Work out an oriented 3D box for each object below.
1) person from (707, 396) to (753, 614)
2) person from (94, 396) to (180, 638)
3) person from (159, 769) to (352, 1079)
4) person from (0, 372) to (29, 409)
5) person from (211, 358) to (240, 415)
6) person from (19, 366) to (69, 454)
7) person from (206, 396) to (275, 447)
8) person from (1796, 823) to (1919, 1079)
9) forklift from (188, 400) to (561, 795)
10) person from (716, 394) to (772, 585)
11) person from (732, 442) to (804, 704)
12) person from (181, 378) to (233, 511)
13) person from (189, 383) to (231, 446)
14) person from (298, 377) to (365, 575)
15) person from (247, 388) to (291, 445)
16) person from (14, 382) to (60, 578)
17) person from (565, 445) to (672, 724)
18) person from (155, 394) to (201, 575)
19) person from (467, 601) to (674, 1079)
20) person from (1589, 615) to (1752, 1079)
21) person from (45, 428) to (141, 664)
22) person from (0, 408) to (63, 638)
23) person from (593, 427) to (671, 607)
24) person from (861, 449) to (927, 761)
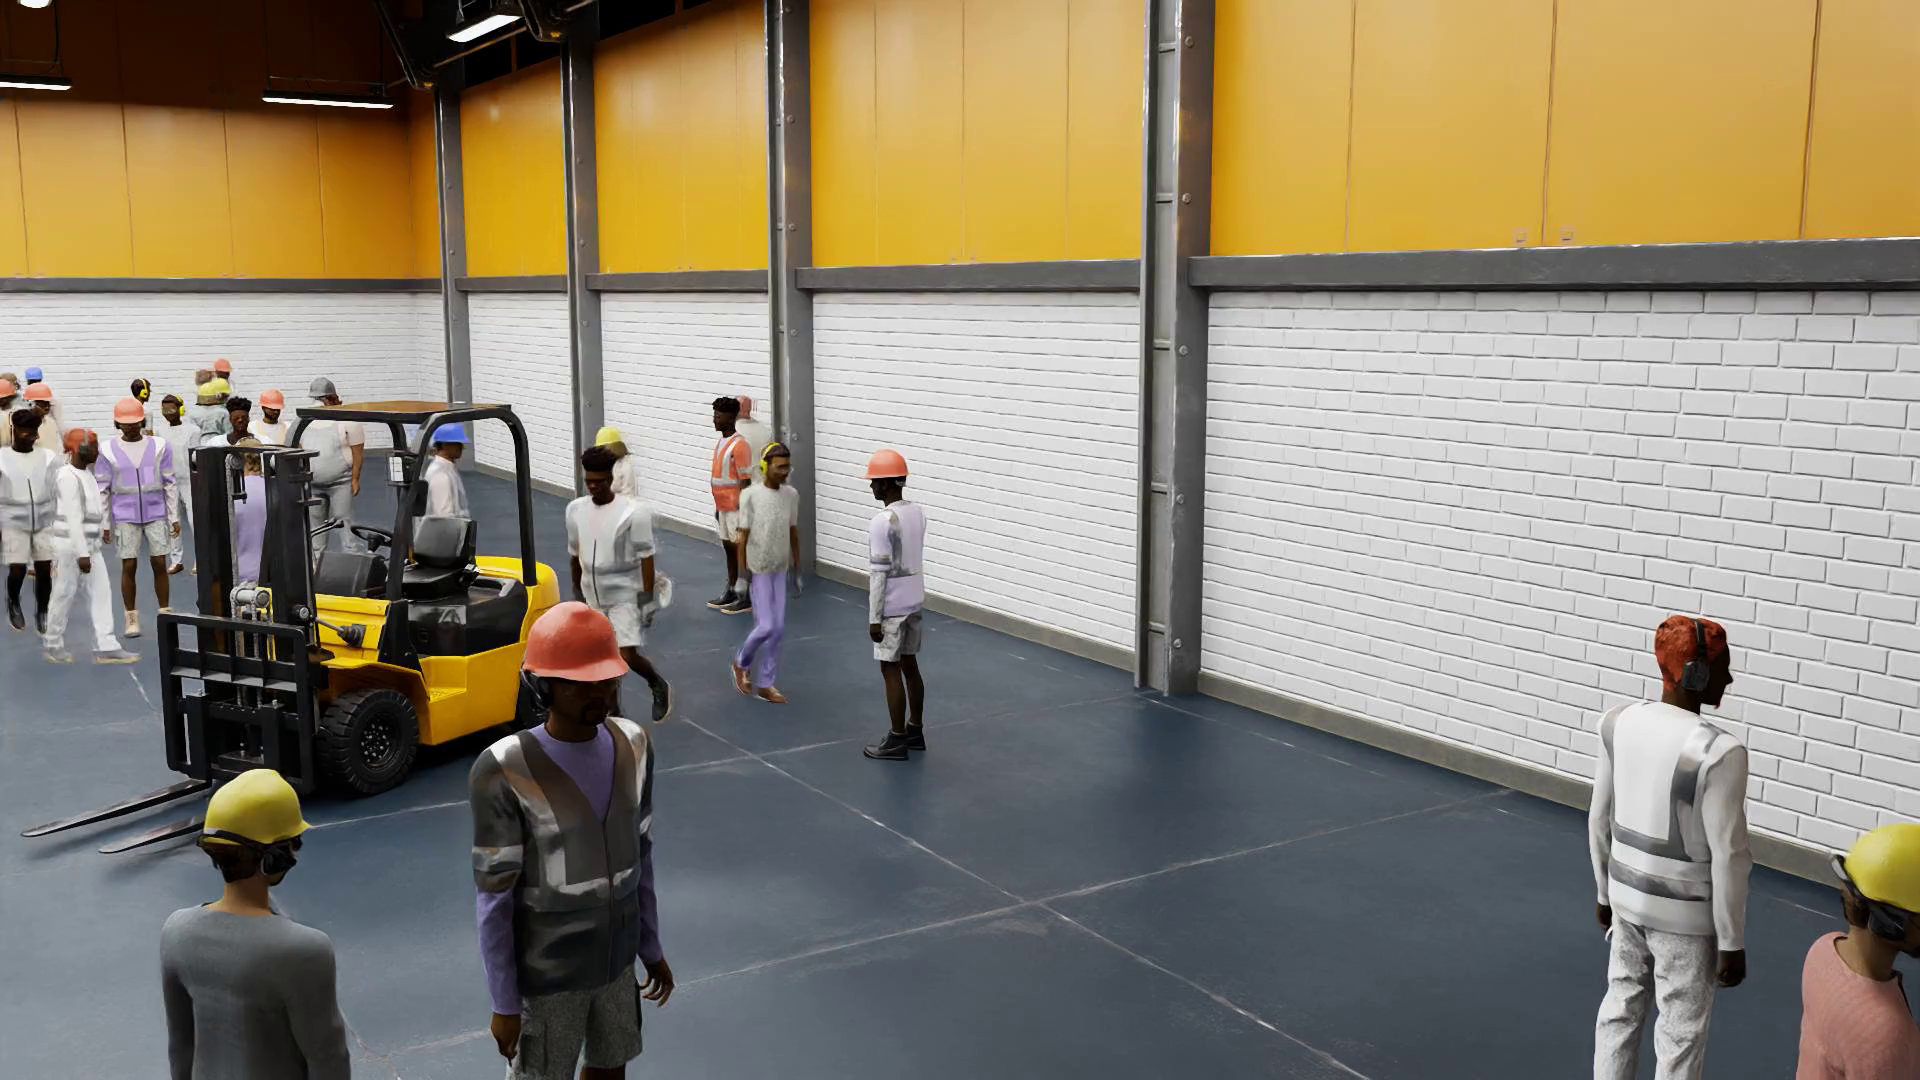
[{"bbox_3d":[-2.063,-0.320,15.008,0.373,1.966,0.607,-4,9,-27],"label":"person"},{"bbox_3d":[-6.883,-0.191,13.938,0.612,2.030,0.404,-5,10,-33],"label":"person"},{"bbox_3d":[-1.662,1.420,3.998,0.531,1.761,0.339,4,9,25],"label":"person"},{"bbox_3d":[-11.527,-1.083,20.289,0.636,1.931,0.377,-6,10,-34],"label":"person"},{"bbox_3d":[-11.387,-1.852,25.595,0.927,1.901,0.547,3,9,19],"label":"person"},{"bbox_3d":[-12.034,-1.305,21.768,0.643,1.934,0.427,-2,9,-11],"label":"person"},{"bbox_3d":[-6.428,-0.309,14.935,0.607,1.966,0.367,-4,9,-26],"label":"person"},{"bbox_3d":[1.986,1.469,3.673,0.336,1.757,0.532,2,9,14],"label":"person"},{"bbox_3d":[-3.529,0.258,10.348,1.214,2.155,2.313,4,9,25],"label":"forklift"},{"bbox_3d":[-2.137,-0.482,16.348,0.433,1.891,0.657,7,11,39],"label":"person"},{"bbox_3d":[-1.352,0.233,11.682,0.443,1.847,0.538,8,12,44],"label":"person"},{"bbox_3d":[-9.866,-1.244,21.901,0.929,1.781,0.661,-5,10,-31],"label":"person"},{"bbox_3d":[-9.542,-1.124,21.201,0.493,1.739,0.314,-5,10,-28],"label":"person"},{"bbox_3d":[-6.442,-0.640,16.917,0.689,2.000,0.539,1,9,7],"label":"person"},{"bbox_3d":[-6.978,-0.584,16.924,0.551,1.925,0.393,-6,11,-37],"label":"person"},{"bbox_3d":[-9.303,-0.602,16.869,0.402,1.987,0.608,0,8,0],"label":"person"},{"bbox_3d":[-2.212,0.338,10.690,0.638,1.934,0.637,4,9,24],"label":"person"},{"bbox_3d":[-7.975,-0.562,17.006,0.506,1.864,0.332,1,8,5],"label":"person"},{"bbox_3d":[-1.055,1.178,4.653,0.378,2.045,0.605,7,11,38],"label":"person"},{"bbox_3d":[2.235,1.170,5.248,0.362,1.883,0.575,-3,9,-21],"label":"person"},{"bbox_3d":[-6.843,0.057,12.917,0.791,1.844,0.634,0,8,0],"label":"person"},{"bbox_3d":[-7.797,-0.139,13.895,0.652,1.933,0.493,-8,12,-44],"label":"person"},{"bbox_3d":[-2.952,-0.156,14.747,0.497,1.713,0.687,8,11,41],"label":"person"},{"bbox_3d":[-0.422,0.399,10.312,0.387,1.930,0.540,5,10,29],"label":"person"}]
